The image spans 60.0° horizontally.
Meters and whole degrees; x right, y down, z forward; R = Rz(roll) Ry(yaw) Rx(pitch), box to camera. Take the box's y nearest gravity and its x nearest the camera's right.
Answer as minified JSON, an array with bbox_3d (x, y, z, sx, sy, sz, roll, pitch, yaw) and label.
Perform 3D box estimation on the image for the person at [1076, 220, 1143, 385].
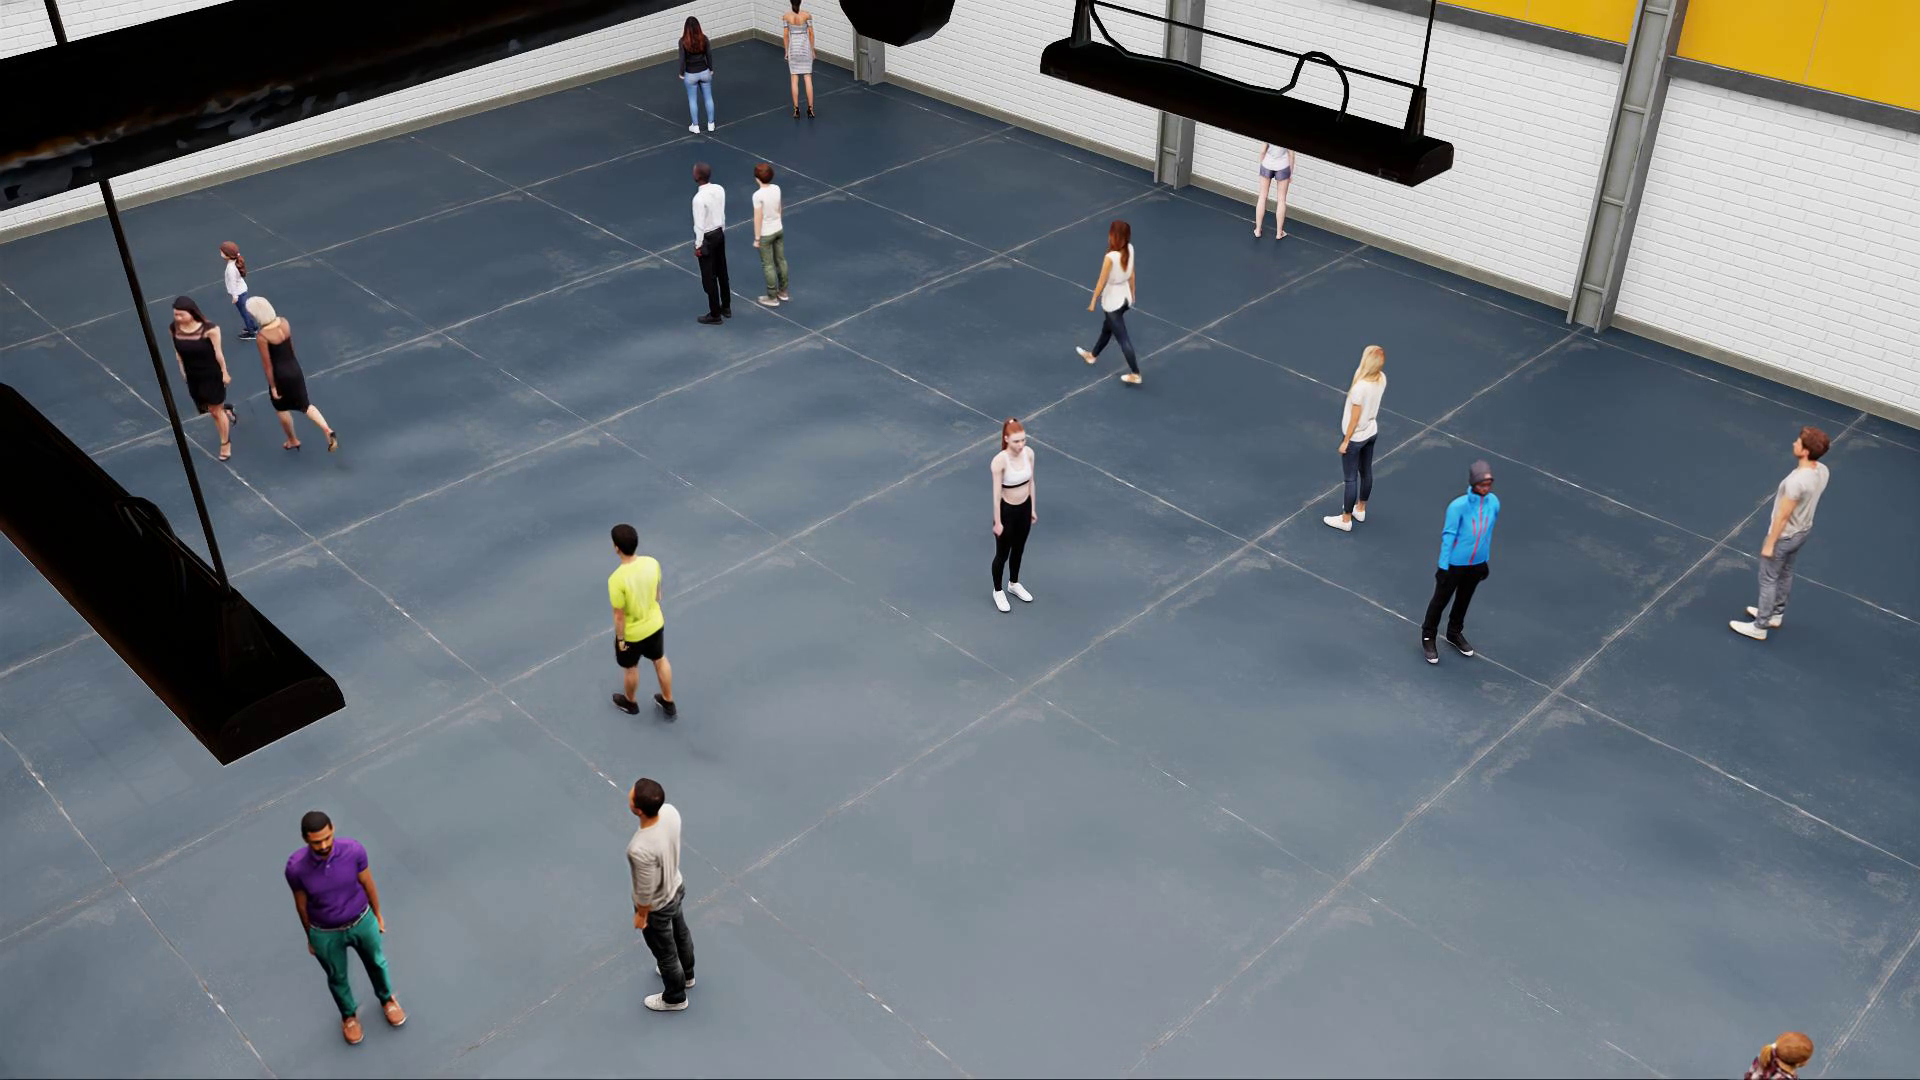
[{"bbox_3d":[1.686,-2.394,17.099,1.118,1.736,0.656,26,42,34],"label":"person"}]

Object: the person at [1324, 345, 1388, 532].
[{"bbox_3d":[3.575,-0.915,14.809,0.585,1.809,0.488,-28,43,-35],"label":"person"}]

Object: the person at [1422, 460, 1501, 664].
[{"bbox_3d":[3.996,0.151,13.218,0.692,1.794,0.682,-10,35,-15],"label":"person"}]

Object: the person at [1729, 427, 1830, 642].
[{"bbox_3d":[6.688,-0.050,13.431,0.648,1.892,0.542,-26,42,-34],"label":"person"}]

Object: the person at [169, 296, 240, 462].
[{"bbox_3d":[-7.184,-1.591,15.925,0.942,1.698,0.980,4,34,6],"label":"person"}]

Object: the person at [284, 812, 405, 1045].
[{"bbox_3d":[-3.728,2.296,10.014,0.674,1.768,0.649,-16,37,-22],"label":"person"}]

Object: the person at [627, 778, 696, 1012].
[{"bbox_3d":[-1.826,2.159,10.180,0.733,1.812,0.730,8,34,11],"label":"person"}]

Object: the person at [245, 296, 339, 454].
[{"bbox_3d":[-6.337,-1.509,15.795,1.069,1.706,0.790,17,37,24],"label":"person"}]

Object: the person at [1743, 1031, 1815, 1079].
[{"bbox_3d":[4.329,3.178,9.126,0.891,1.283,0.818,2,34,3],"label":"person"}]

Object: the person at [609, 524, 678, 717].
[{"bbox_3d":[-2.390,0.629,12.576,0.712,1.708,0.623,29,43,36],"label":"person"}]

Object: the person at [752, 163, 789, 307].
[{"bbox_3d":[-2.145,-3.454,18.768,0.545,1.654,0.580,26,42,34],"label":"person"}]

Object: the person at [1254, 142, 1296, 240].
[{"bbox_3d":[3.852,-4.547,20.310,0.626,1.766,0.729,10,35,15],"label":"person"}]

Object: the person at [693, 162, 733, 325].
[{"bbox_3d":[-2.745,-3.279,18.340,0.637,1.836,0.697,17,37,23],"label":"person"}]

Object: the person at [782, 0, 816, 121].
[{"bbox_3d":[-2.305,-6.965,23.898,0.672,1.822,0.733,0,34,1],"label":"person"}]

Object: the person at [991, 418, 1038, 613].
[{"bbox_3d":[0.434,-0.223,13.828,0.616,1.742,0.559,-22,40,-30],"label":"person"}]

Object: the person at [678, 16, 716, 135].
[{"bbox_3d":[-3.711,-6.580,23.489,0.703,1.634,0.684,-14,36,-20],"label":"person"}]

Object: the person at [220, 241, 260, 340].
[{"bbox_3d":[-7.878,-2.741,18.185,0.581,1.112,0.513,-6,34,-9],"label":"person"}]
